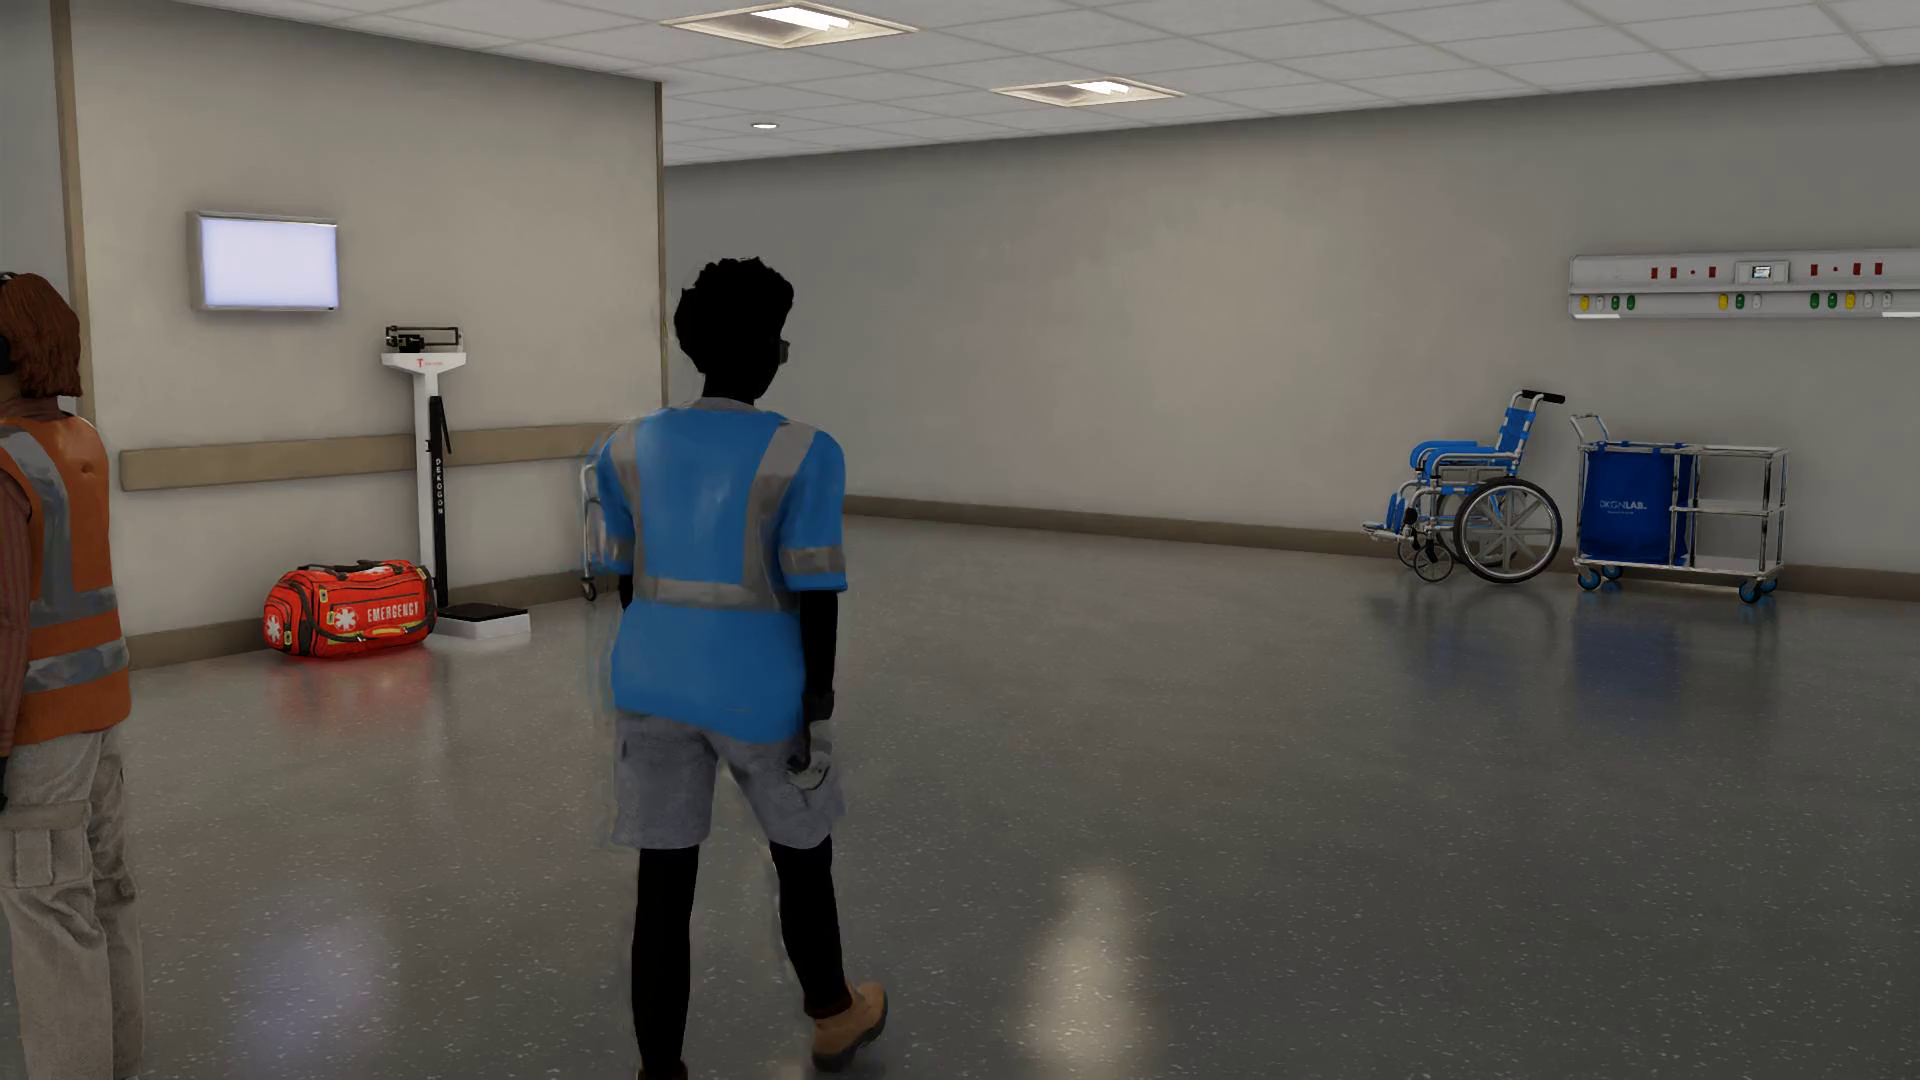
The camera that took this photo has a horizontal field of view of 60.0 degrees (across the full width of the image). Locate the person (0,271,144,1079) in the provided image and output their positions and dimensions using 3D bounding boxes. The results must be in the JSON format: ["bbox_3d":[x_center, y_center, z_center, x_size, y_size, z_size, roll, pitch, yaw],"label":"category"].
[{"bbox_3d":[-1.661,0.341,3.004,0.307,1.641,0.514,-1,7,-12],"label":"person"}]

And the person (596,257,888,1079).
[{"bbox_3d":[-0.423,0.295,3.249,0.549,1.655,0.800,2,7,18],"label":"person"}]
